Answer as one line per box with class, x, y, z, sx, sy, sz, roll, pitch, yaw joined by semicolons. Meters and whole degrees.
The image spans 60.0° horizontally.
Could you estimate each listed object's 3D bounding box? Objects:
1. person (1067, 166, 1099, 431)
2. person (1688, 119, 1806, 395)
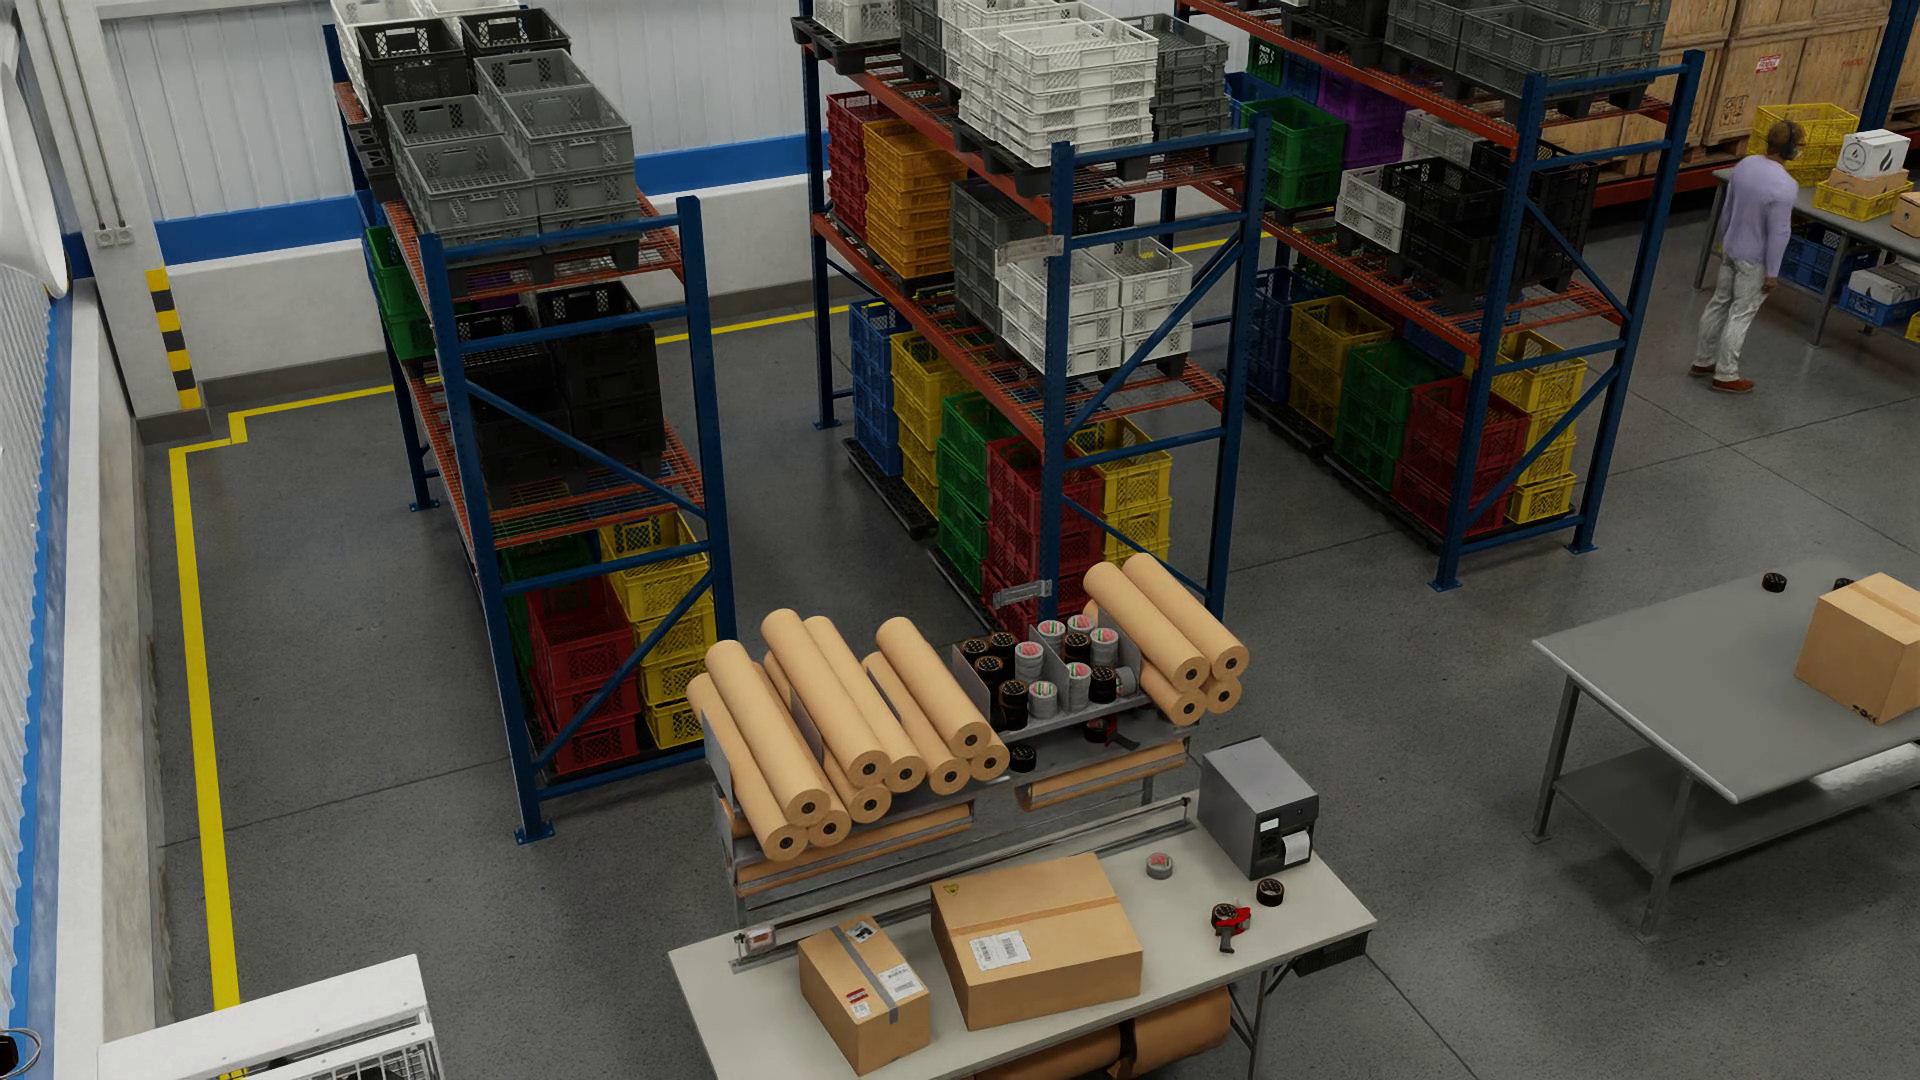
person;0.753;-1.569;10.967;0.358;1.881;0.574;9;33;14
person;5.487;-1.966;11.559;0.352;1.937;0.635;-5;32;-9
